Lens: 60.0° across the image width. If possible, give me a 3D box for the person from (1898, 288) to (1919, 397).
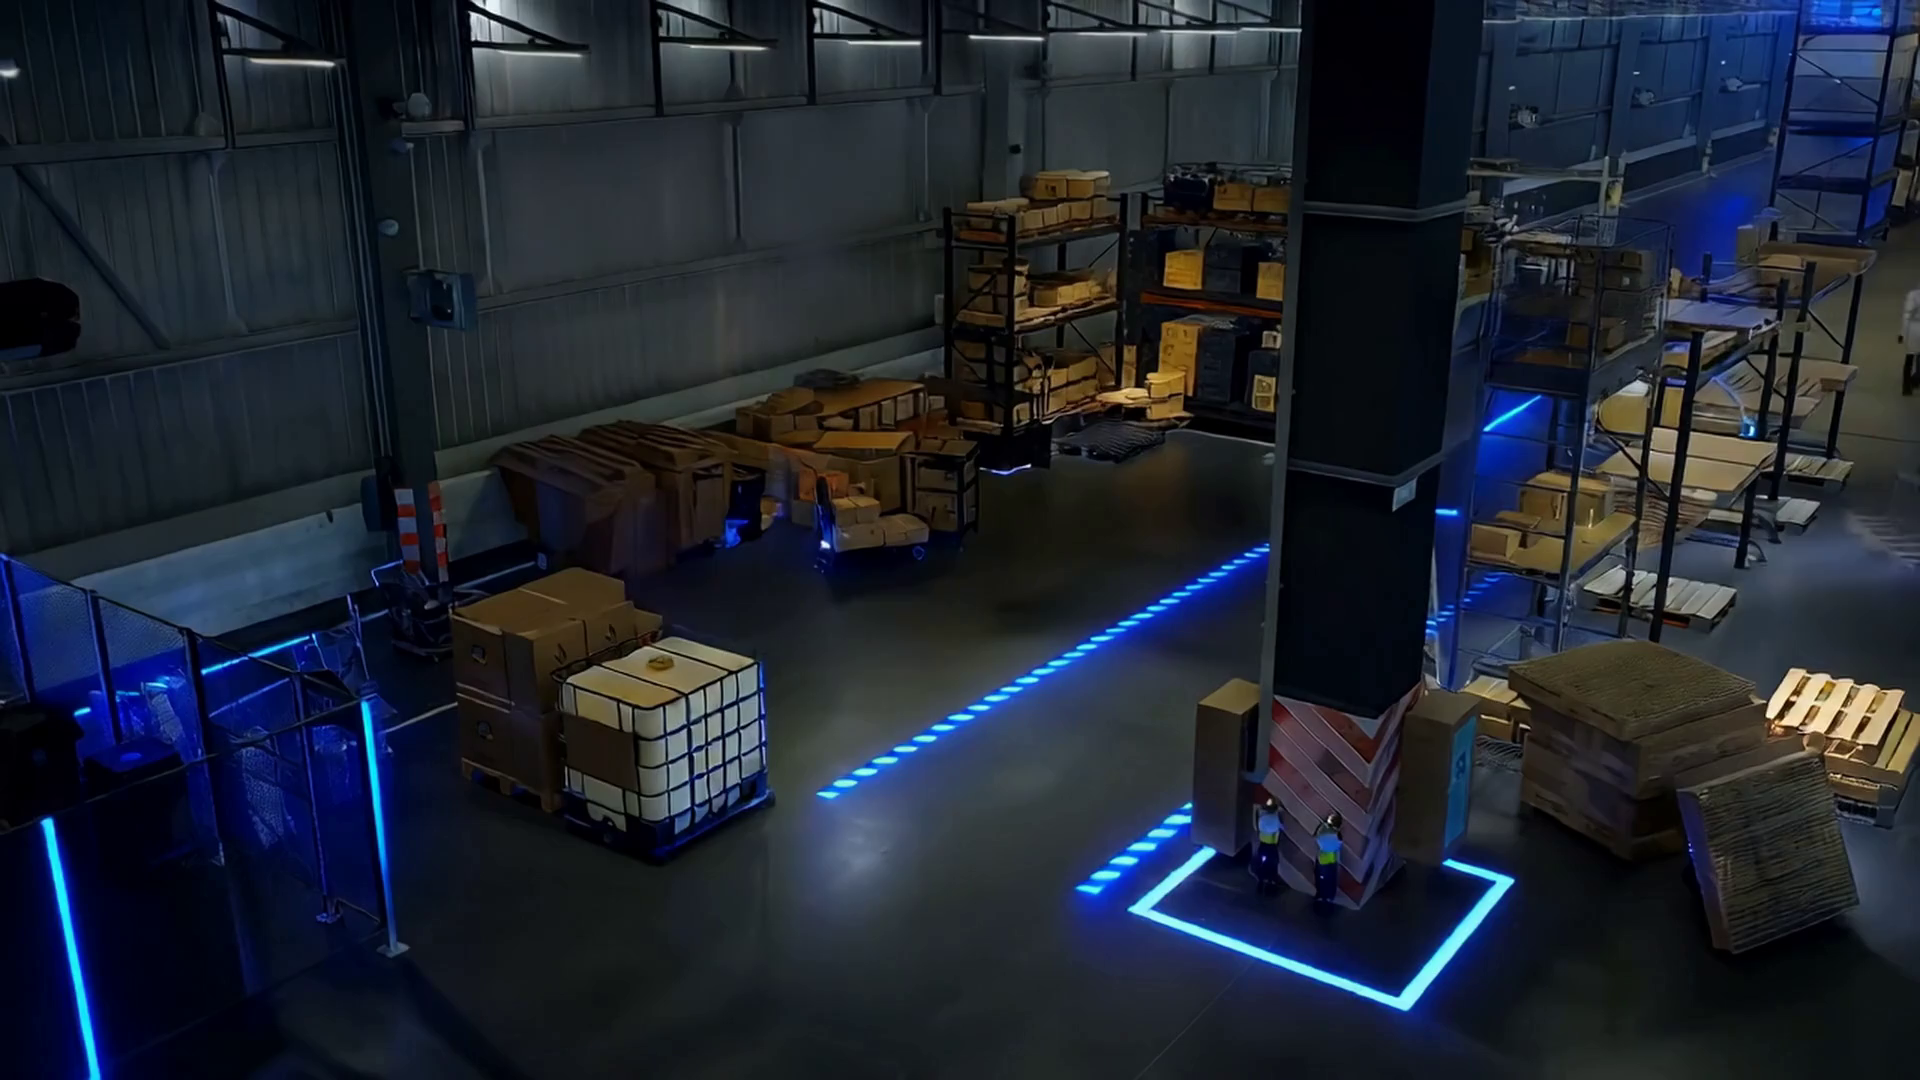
[{"bbox_3d":[14.173,-3.073,24.550,0.564,1.920,0.503,6,19,18],"label":"person"}]
